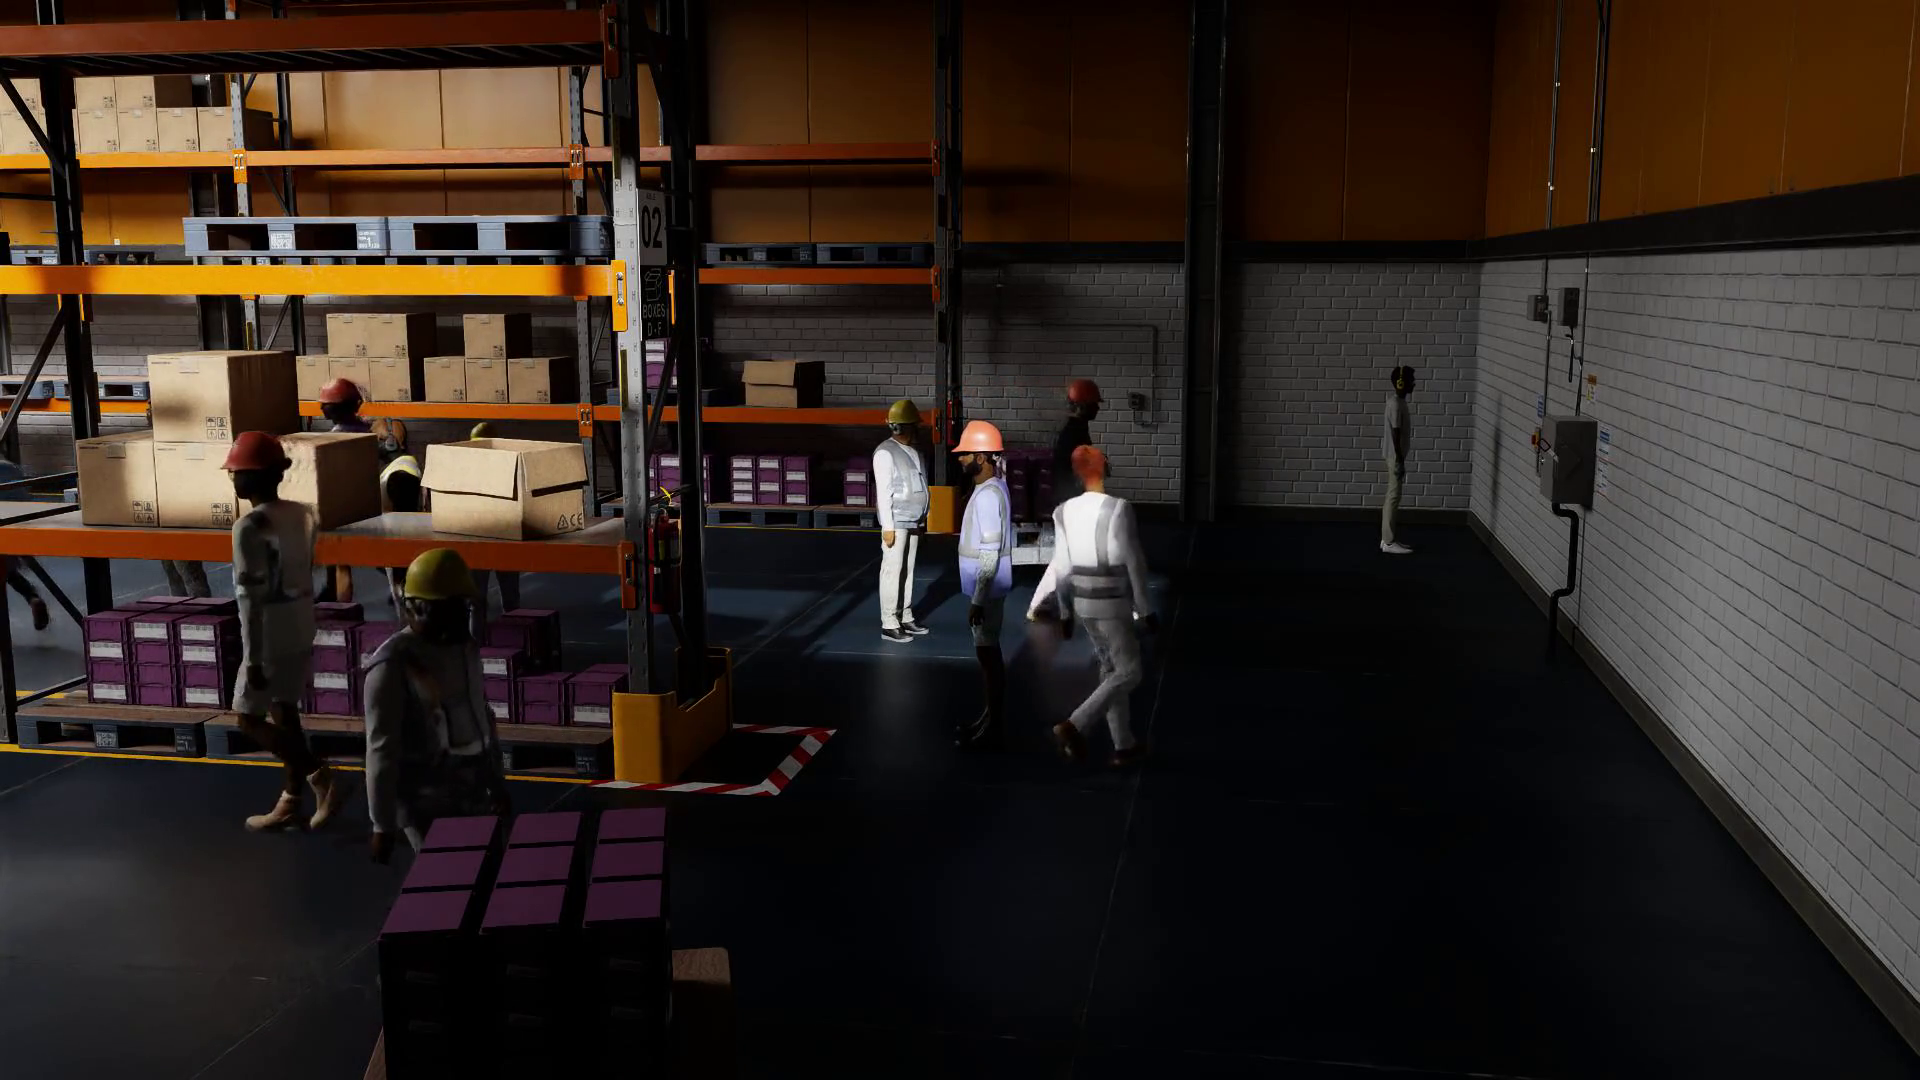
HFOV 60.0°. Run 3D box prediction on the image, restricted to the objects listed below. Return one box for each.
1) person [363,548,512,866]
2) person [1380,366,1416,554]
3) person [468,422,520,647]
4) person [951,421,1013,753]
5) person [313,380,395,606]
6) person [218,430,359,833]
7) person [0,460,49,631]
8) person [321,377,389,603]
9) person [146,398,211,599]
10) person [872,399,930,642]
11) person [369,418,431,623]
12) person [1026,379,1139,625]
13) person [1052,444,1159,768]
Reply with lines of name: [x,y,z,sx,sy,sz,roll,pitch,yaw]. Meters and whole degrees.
person: [-1.795,0.928,6.017,0.641,1.810,0.627,2,9,12]
person: [4.384,-0.803,16.597,0.328,1.872,0.515,2,9,11]
person: [-3.234,0.075,11.457,0.527,1.772,0.305,-3,10,-19]
person: [0.128,0.273,9.713,0.357,1.938,0.543,1,9,4]
person: [-5.045,-0.374,13.804,0.870,1.914,0.544,-3,10,-16]
person: [-3.289,0.477,8.139,0.579,2.032,0.607,2,9,9]
person: [-7.200,-0.036,12.433,0.615,1.665,0.568,5,10,28]
person: [-4.484,-0.222,12.564,0.927,2.014,0.608,6,11,33]
person: [-5.746,-0.127,12.188,0.629,1.940,0.373,7,12,37]
person: [-0.427,-0.153,12.673,0.403,1.835,0.588,4,10,24]
person: [-3.752,0.098,11.134,0.430,1.836,0.620,-4,10,-23]
person: [0.954,-0.292,13.162,0.885,1.960,0.614,1,9,8]
person: [0.775,0.386,9.339,0.679,1.837,0.615,-7,11,-36]
